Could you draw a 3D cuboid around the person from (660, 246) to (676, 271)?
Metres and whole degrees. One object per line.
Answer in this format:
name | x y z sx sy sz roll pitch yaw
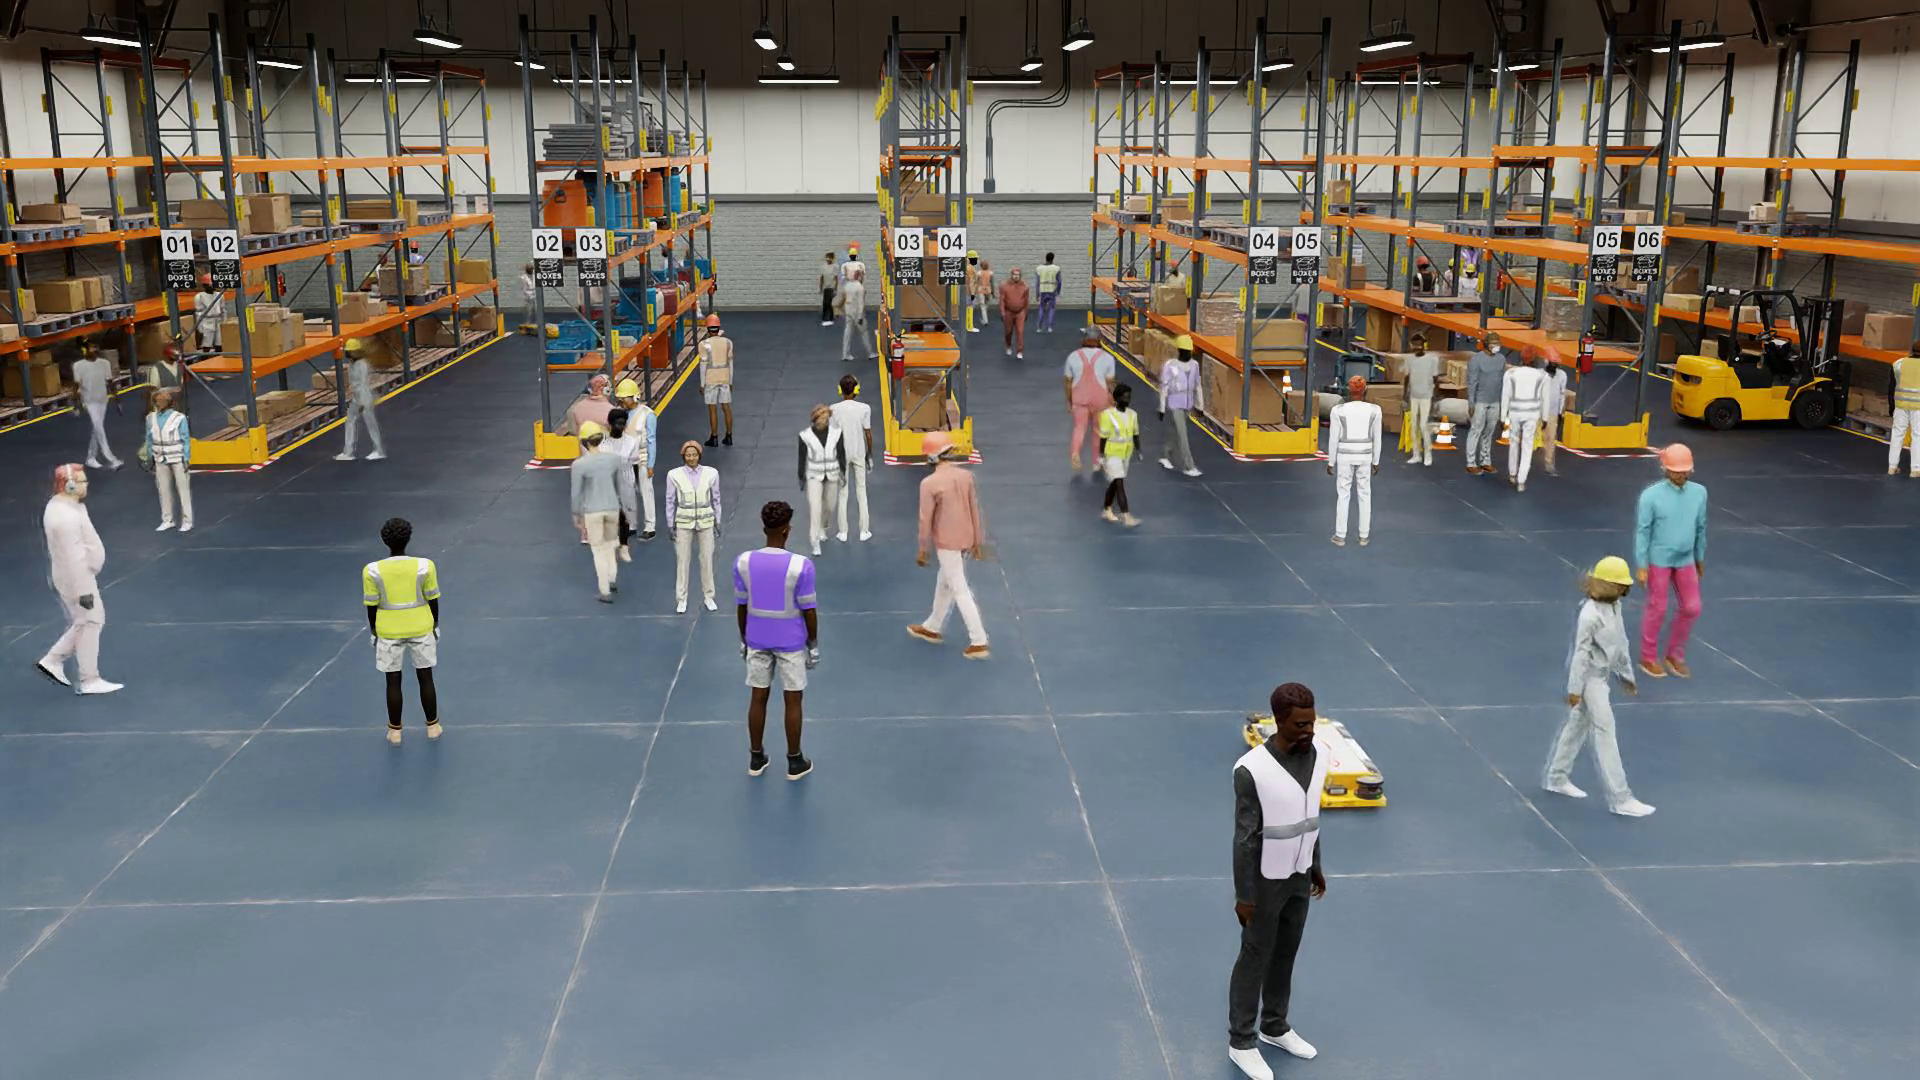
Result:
person | -7.530 -6.667 42.976 0.431 1.825 0.638 1 13 4

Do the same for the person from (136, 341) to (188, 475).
person | -10.658 -1.762 22.245 0.648 1.799 0.613 2 13 7

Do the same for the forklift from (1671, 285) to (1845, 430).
forklift | 12.503 -2.886 26.166 2.313 2.155 1.214 -1 13 -3

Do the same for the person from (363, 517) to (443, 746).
person | -4.062 0.669 12.169 0.536 1.696 0.318 -5 14 -20

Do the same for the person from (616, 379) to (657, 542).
person | -3.635 -0.887 18.503 0.586 1.824 0.405 6 14 22

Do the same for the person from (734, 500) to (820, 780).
person | -1.257 0.693 11.524 0.600 1.951 0.365 4 14 17

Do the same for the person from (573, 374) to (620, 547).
person | -3.923 -0.869 18.276 0.638 1.900 0.396 8 15 29

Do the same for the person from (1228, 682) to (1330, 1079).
person | 1.495 1.576 7.854 0.597 1.916 0.370 -11 17 -39

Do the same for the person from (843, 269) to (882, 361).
person | -2.043 -4.644 34.289 0.869 1.869 0.683 -10 17 -36

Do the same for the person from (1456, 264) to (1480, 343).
person | 11.414 -5.311 37.366 0.524 1.764 0.329 0 13 -1

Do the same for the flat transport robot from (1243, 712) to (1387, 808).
flat transport robot | 2.456 1.518 11.628 0.652 0.197 1.431 -1 13 -3

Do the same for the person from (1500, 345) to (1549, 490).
person | 7.280 -1.589 21.452 0.588 1.839 0.909 5 14 18

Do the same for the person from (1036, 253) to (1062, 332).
person | 2.117 -5.874 39.488 0.600 1.885 0.600 4 14 18

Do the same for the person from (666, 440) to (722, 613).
person | -2.502 -0.130 15.676 0.525 1.639 0.307 -4 14 -16

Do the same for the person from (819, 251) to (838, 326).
person | -3.230 -6.167 40.863 0.519 1.836 0.417 7 15 26

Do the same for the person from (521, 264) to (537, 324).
person | -10.178 -5.764 39.637 0.529 1.602 0.751 -10 17 -37

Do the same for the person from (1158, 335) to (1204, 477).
person | 2.971 -1.828 22.369 0.603 1.882 0.980 -8 16 -32

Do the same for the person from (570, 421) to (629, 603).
person | -3.499 -0.280 16.093 0.547 1.737 0.589 -10 17 -36

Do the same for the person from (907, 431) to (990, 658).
person | -0.071 0.036 14.350 1.001 1.938 0.620 10 16 36

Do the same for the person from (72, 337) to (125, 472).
person | -11.655 -1.835 22.520 0.997 1.816 0.521 8 16 32

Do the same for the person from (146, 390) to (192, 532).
person | -9.003 -0.895 18.937 0.537 1.630 0.343 2 13 8

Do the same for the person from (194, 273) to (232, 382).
person | -13.981 -3.974 31.144 0.443 2.030 0.620 8 16 32

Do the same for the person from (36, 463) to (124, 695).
person | -7.048 0.329 13.213 0.502 1.893 0.643 -8 15 -30

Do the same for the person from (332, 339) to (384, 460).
person | -8.443 -1.940 23.168 0.796 1.705 0.511 -12 18 -41

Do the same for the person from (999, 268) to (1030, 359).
person | 1.135 -4.750 34.749 0.639 1.879 0.796 0 13 -2

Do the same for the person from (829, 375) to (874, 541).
person | -1.221 -0.910 18.505 0.521 1.865 0.328 -1 13 -3

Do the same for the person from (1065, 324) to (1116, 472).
person | 1.734 -1.896 22.300 0.694 2.000 0.789 4 14 15

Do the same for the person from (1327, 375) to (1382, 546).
person | 4.328 -0.867 18.278 0.573 1.883 0.355 1 13 2

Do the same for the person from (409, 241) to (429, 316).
person | -14.176 -6.818 43.371 0.552 1.937 0.356 2 13 9

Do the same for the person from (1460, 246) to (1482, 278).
person | 13.432 -6.984 43.849 0.615 2.042 0.374 -1 13 -4

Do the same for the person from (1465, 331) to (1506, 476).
person | 7.039 -1.831 22.271 0.624 1.932 0.366 -7 15 -26

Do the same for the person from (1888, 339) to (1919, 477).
person | 12.701 -1.761 22.163 0.430 1.839 0.625 -10 17 -36

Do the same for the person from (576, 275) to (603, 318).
person | -8.075 -5.186 36.381 0.618 2.002 0.499 1 13 3

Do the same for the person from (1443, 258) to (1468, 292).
person | 12.094 -6.056 40.661 0.566 1.694 0.881 2 13 10

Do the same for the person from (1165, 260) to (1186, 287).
person | 5.084 -5.712 39.131 0.576 1.730 0.622 -5 14 -20

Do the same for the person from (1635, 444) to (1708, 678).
person | 5.868 0.187 13.628 0.666 1.962 0.541 -2 13 -10

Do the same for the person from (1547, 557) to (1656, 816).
person | 4.299 0.954 10.948 0.841 1.710 0.492 11 17 38

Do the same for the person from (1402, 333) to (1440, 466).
person | 6.352 -1.937 22.928 0.552 1.835 0.475 11 17 38

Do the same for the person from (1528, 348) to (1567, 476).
person | 7.822 -1.700 22.197 0.588 1.718 0.644 -3 14 -12

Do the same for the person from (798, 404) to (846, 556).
person | -1.516 -0.698 18.134 0.525 1.611 0.738 -4 14 -18

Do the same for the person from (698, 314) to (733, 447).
person | -3.582 -2.330 24.365 0.547 1.934 0.376 -9 16 -33

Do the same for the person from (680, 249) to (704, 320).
person | -6.778 -6.374 41.706 0.972 1.837 0.597 11 17 39

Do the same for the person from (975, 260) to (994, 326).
person | 0.596 -6.099 41.033 0.523 1.606 0.808 -4 14 -18

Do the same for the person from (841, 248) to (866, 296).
person | -2.591 -6.144 40.537 0.585 1.928 0.363 0 13 0

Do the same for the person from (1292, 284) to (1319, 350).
person | 7.467 -4.959 35.934 0.587 1.722 0.486 5 14 20

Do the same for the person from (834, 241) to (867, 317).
person | -2.864 -6.739 42.983 0.881 1.985 0.621 4 14 18

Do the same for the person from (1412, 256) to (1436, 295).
person | 9.951 -5.110 35.916 0.615 2.039 0.394 -7 15 -29

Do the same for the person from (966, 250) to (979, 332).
person | 0.285 -5.924 39.600 0.361 1.930 0.587 -1 13 -2

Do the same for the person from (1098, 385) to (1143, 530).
person | 1.887 -0.962 19.170 0.547 1.649 0.868 -11 17 -39

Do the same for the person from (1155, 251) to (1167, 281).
person | 5.270 -6.845 44.135 0.499 1.634 0.288 10 17 36

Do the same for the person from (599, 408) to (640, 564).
person | -3.647 -0.598 17.561 0.553 1.673 0.556 -6 14 -22

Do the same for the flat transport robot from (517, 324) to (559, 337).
flat transport robot | -9.695 -4.926 38.929 1.431 0.197 0.652 12 18 42
